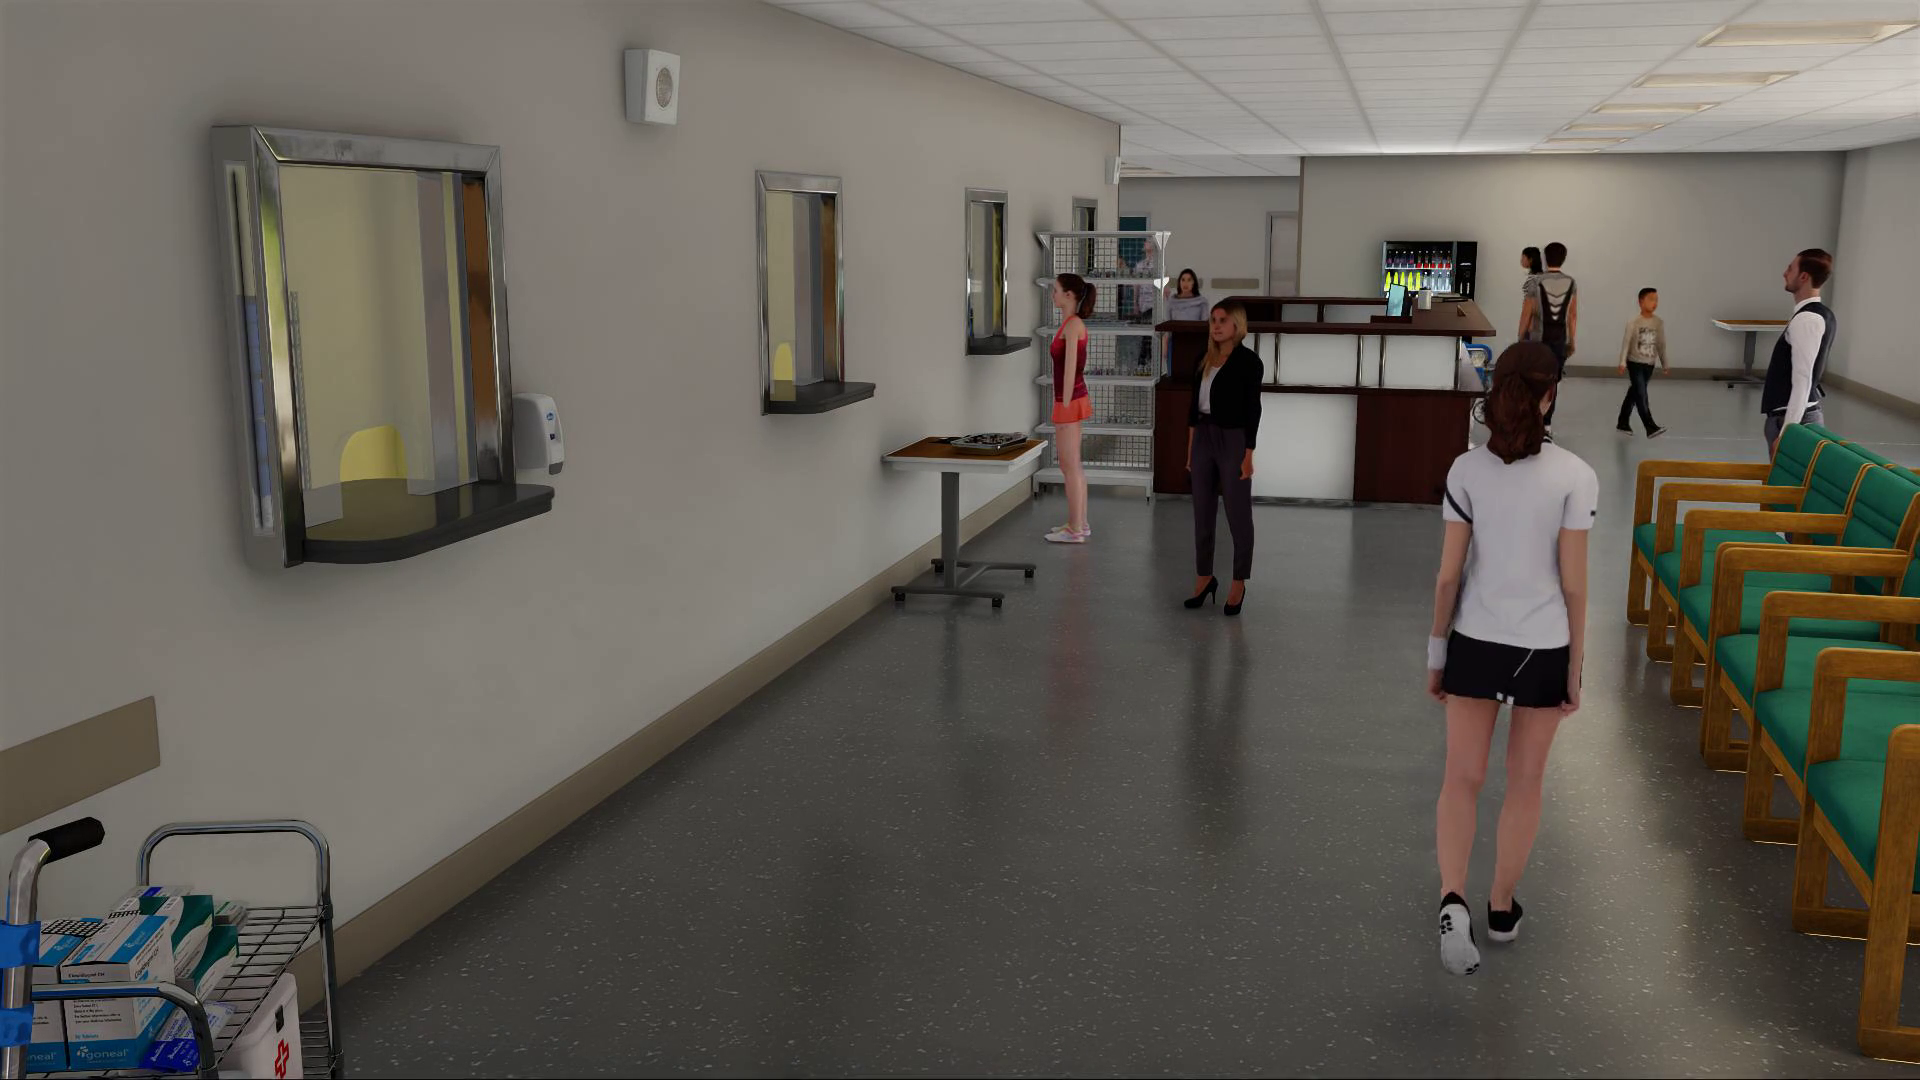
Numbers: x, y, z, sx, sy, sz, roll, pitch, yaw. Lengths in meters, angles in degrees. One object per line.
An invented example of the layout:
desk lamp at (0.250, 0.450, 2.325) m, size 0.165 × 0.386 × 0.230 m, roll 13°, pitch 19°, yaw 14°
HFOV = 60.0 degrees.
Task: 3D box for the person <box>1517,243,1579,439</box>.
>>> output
person at (5.697, -1.887, 15.947) m, size 0.846 × 1.867 × 0.865 m, roll -1°, pitch 11°, yaw -6°

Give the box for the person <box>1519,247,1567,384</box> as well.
person at (6.885, -2.568, 19.751) m, size 0.894 × 1.770 × 0.698 m, roll 6°, pitch 12°, yaw 29°

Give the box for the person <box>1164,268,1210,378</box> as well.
person at (2.283, -1.932, 16.850) m, size 0.548 × 1.619 × 0.683 m, roll 2°, pitch 11°, yaw 11°

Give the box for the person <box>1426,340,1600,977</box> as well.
person at (1.480, 0.350, 4.522) m, size 0.986 × 1.732 × 0.718 m, roll 5°, pitch 12°, yaw 22°

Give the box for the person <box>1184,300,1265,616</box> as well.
person at (1.408, -0.445, 8.880) m, size 0.621 × 1.669 × 0.734 m, roll 10°, pitch 15°, yaw 44°

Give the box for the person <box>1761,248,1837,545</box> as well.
person at (4.553, -0.616, 9.055) m, size 0.663 × 1.939 × 0.723 m, roll 7°, pitch 13°, yaw 31°

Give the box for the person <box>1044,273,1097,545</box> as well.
person at (0.726, -0.867, 10.885) m, size 0.570 × 1.749 × 0.581 m, roll 1°, pitch 11°, yaw 7°

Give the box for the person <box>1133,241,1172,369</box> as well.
person at (2.667, -3.269, 23.443) m, size 1.239 × 1.787 × 1.030 m, roll 8°, pitch 13°, yaw 36°

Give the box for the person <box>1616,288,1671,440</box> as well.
person at (6.526, -1.685, 16.058) m, size 1.008 × 1.429 × 0.950 m, roll -3°, pitch 11°, yaw -16°
